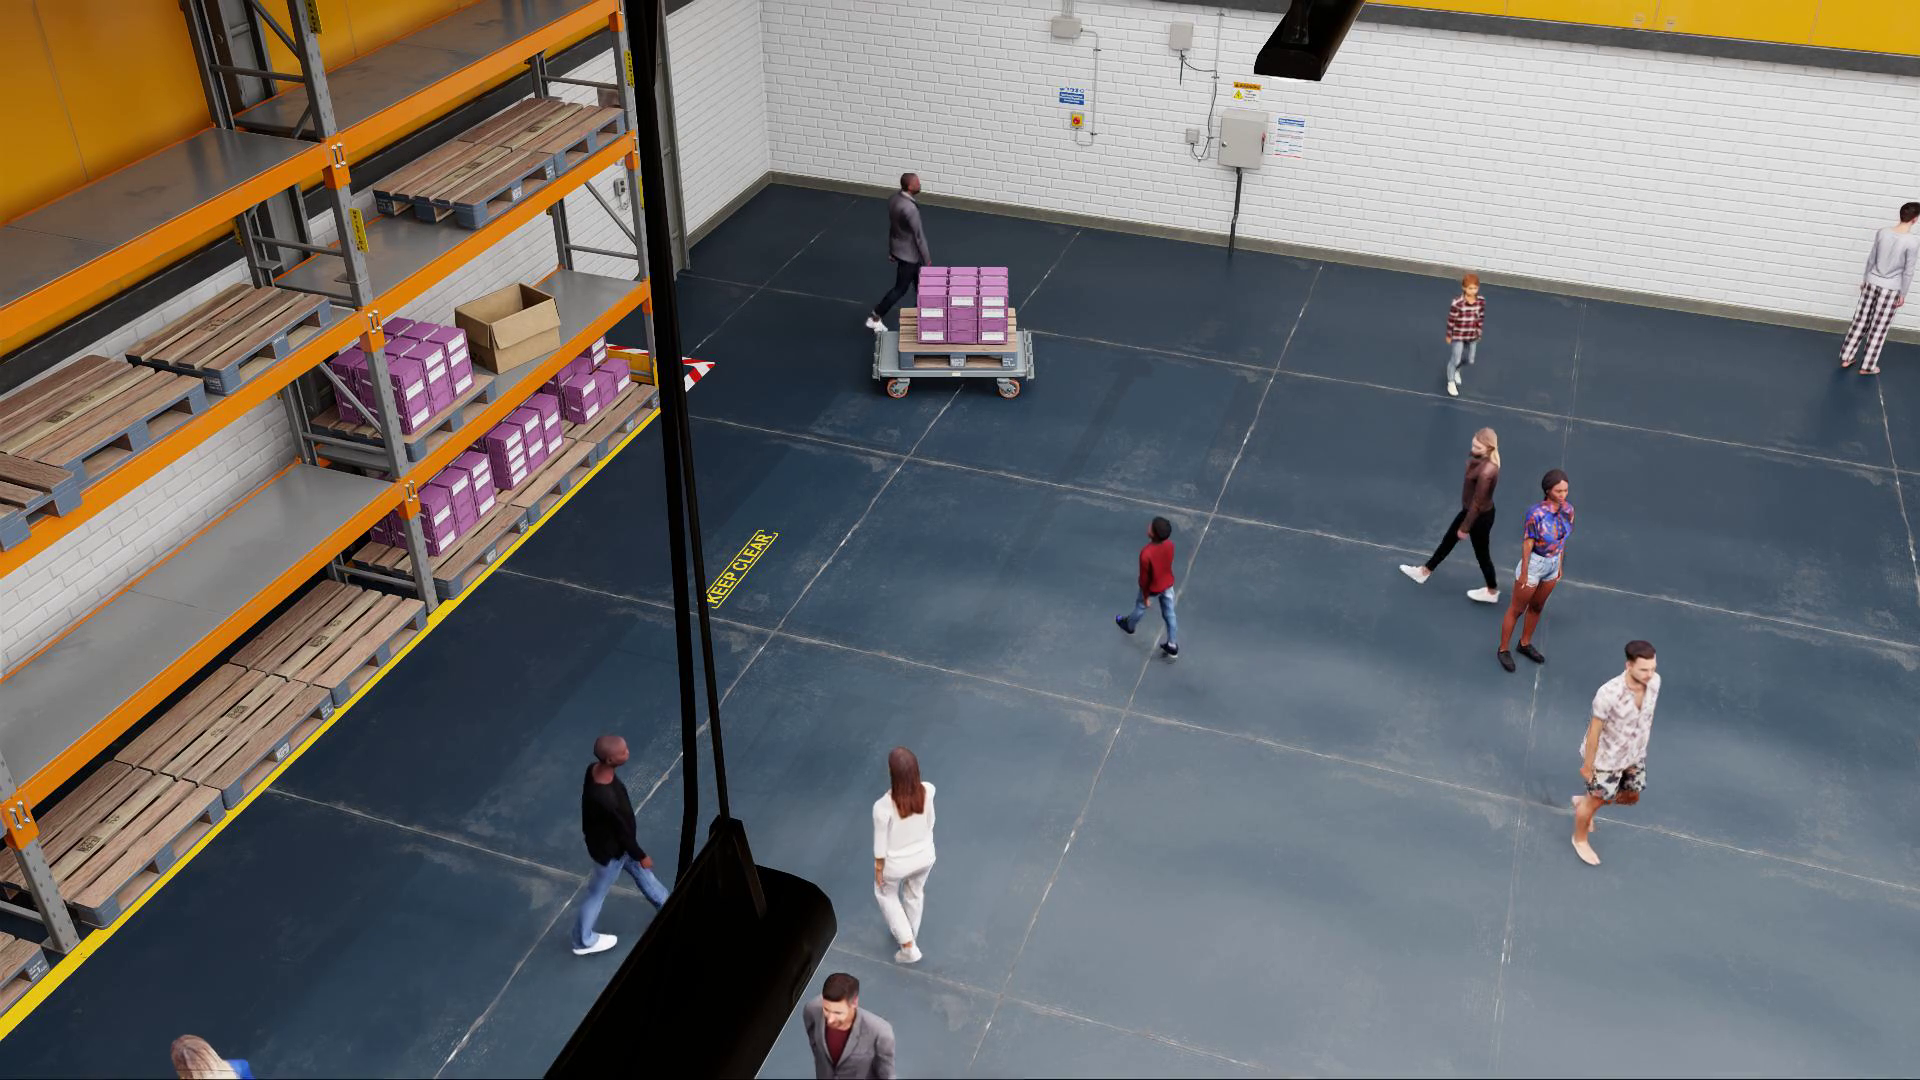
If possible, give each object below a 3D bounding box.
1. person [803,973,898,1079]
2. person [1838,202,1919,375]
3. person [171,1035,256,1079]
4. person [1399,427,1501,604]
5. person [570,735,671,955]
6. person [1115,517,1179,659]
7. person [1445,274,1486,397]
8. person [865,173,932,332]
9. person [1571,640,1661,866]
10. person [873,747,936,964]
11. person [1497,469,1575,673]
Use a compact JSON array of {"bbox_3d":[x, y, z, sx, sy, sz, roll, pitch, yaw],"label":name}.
[{"bbox_3d":[-0.533,2.897,8.856,0.697,1.825,1.218,11,35,16],"label":"person"},{"bbox_3d":[9.497,-2.599,17.105,0.746,1.847,0.712,-19,38,-26],"label":"person"},{"bbox_3d":[-3.718,3.177,8.560,0.958,1.688,0.964,-22,40,-30],"label":"person"},{"bbox_3d":[4.326,-0.163,13.613,0.766,1.656,1.021,10,35,14],"label":"person"},{"bbox_3d":[-2.269,1.953,10.389,1.096,1.701,1.101,-11,35,-17],"label":"person"},{"bbox_3d":[1.603,0.386,13.173,0.870,1.229,0.888,-18,38,-25],"label":"person"},{"bbox_3d":[5.094,-2.120,16.883,0.664,1.296,0.731,-4,34,-7],"label":"person"},{"bbox_3d":[-0.662,-3.022,17.803,1.189,1.779,1.224,-10,35,-14],"label":"person"},{"bbox_3d":[4.352,1.354,11.198,0.861,1.803,0.919,-13,36,-19],"label":"person"},{"bbox_3d":[-0.305,2.002,10.334,0.802,1.679,0.857,-19,38,-26],"label":"person"},{"bbox_3d":[4.501,0.222,12.956,0.662,1.743,0.716,-13,36,-19],"label":"person"}]
